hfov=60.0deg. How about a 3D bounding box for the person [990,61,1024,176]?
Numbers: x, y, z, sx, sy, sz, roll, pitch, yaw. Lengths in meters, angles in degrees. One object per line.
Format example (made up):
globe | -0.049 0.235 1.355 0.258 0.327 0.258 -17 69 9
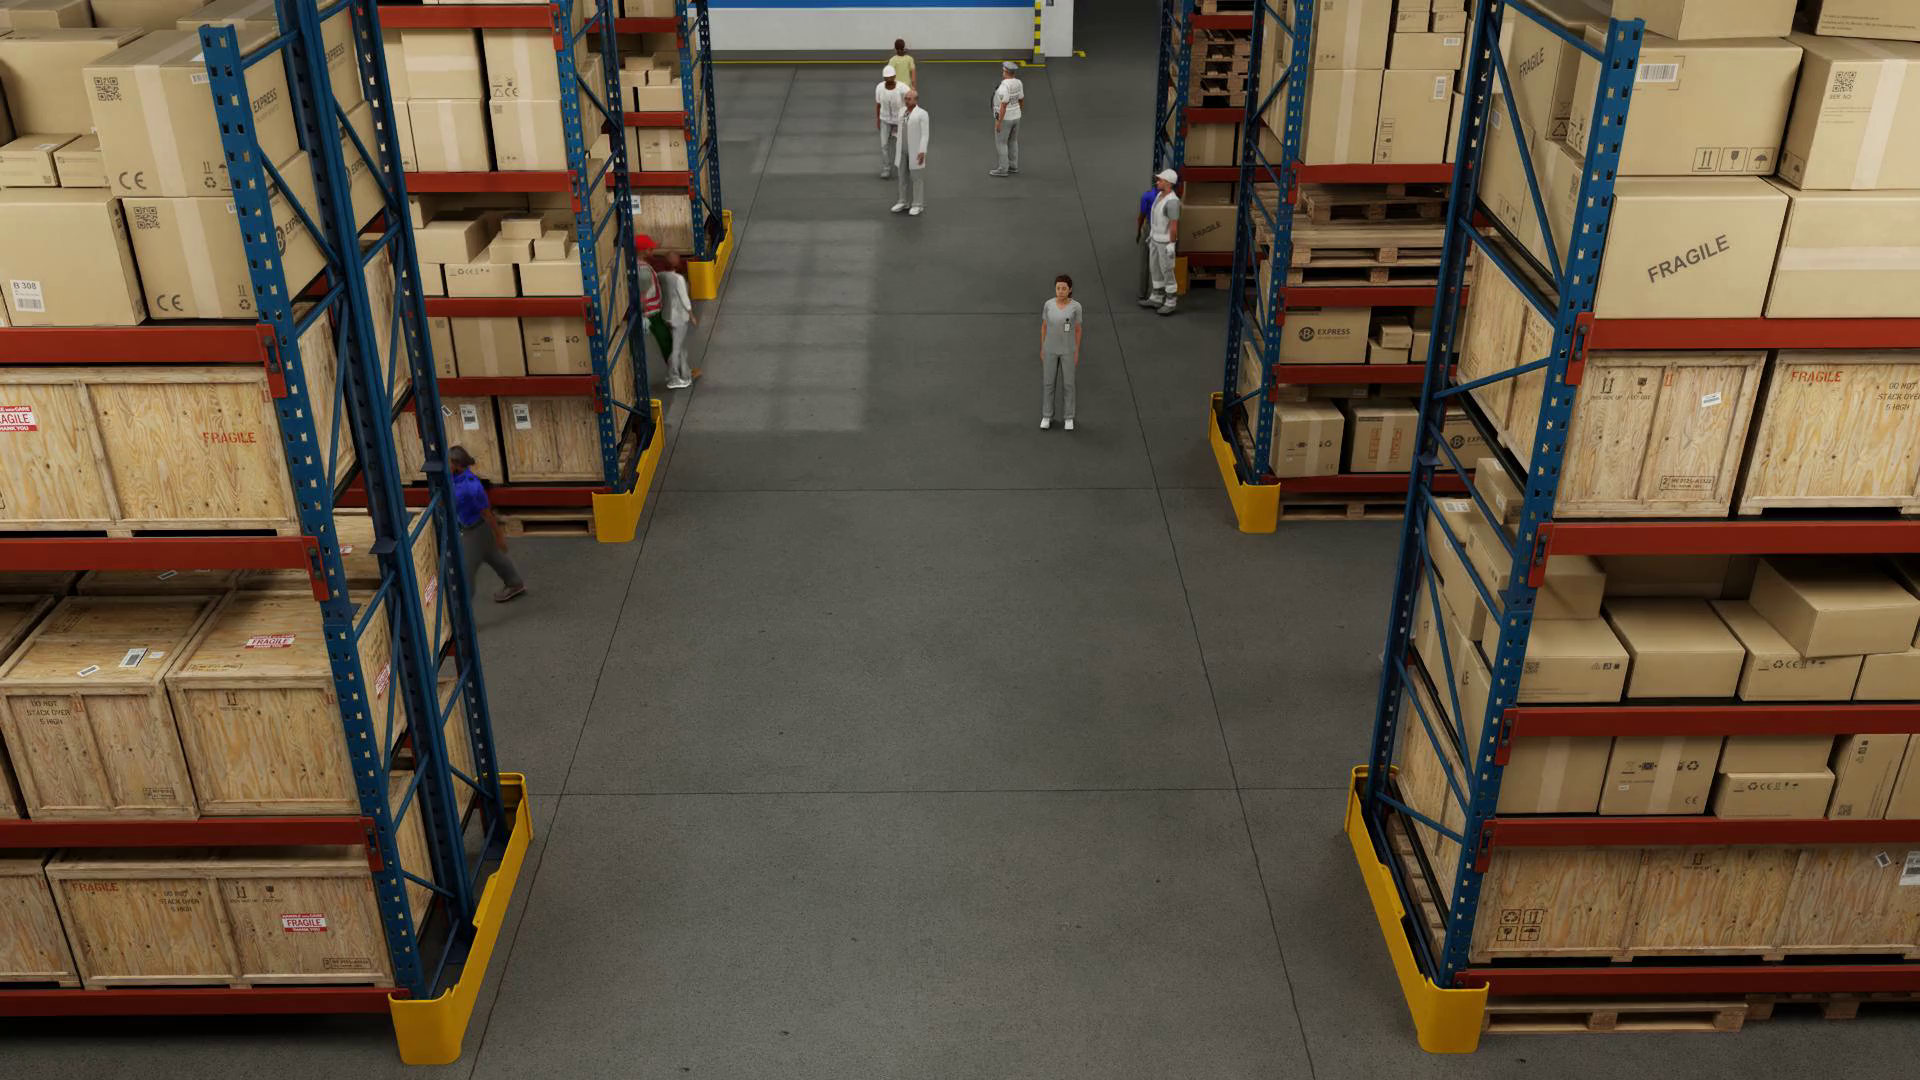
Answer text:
person | 0.732 -6.675 26.316 0.409 1.770 0.531 20 34 33

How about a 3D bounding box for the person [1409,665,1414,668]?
person | 4.018 0.441 13.177 0.801 1.676 0.502 1 28 2

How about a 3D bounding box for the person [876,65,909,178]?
person | -1.023 -6.688 26.388 0.609 1.734 0.881 5 29 8

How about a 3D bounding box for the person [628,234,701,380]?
person | -3.495 -2.593 18.717 0.997 1.760 0.523 -15 32 -26

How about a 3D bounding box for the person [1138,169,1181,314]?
person | 2.527 -3.738 20.796 0.400 1.798 0.544 -8 29 -14

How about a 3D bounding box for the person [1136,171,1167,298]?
person | 2.500 -3.907 21.240 0.484 1.661 0.321 1 28 1

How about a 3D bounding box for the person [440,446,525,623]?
person | -4.196 -0.066 14.140 0.962 1.616 0.606 -20 34 -32

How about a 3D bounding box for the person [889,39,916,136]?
person | -0.943 -7.637 28.242 0.510 1.645 0.817 -4 29 -8

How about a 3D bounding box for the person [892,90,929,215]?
person | -0.755 -5.719 24.522 0.571 1.780 0.432 17 33 28

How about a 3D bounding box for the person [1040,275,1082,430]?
person | 1.070 -2.009 17.743 0.434 1.669 0.412 5 29 9

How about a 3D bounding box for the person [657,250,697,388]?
person | -3.195 -2.467 18.672 0.440 1.605 0.414 24 36 37
